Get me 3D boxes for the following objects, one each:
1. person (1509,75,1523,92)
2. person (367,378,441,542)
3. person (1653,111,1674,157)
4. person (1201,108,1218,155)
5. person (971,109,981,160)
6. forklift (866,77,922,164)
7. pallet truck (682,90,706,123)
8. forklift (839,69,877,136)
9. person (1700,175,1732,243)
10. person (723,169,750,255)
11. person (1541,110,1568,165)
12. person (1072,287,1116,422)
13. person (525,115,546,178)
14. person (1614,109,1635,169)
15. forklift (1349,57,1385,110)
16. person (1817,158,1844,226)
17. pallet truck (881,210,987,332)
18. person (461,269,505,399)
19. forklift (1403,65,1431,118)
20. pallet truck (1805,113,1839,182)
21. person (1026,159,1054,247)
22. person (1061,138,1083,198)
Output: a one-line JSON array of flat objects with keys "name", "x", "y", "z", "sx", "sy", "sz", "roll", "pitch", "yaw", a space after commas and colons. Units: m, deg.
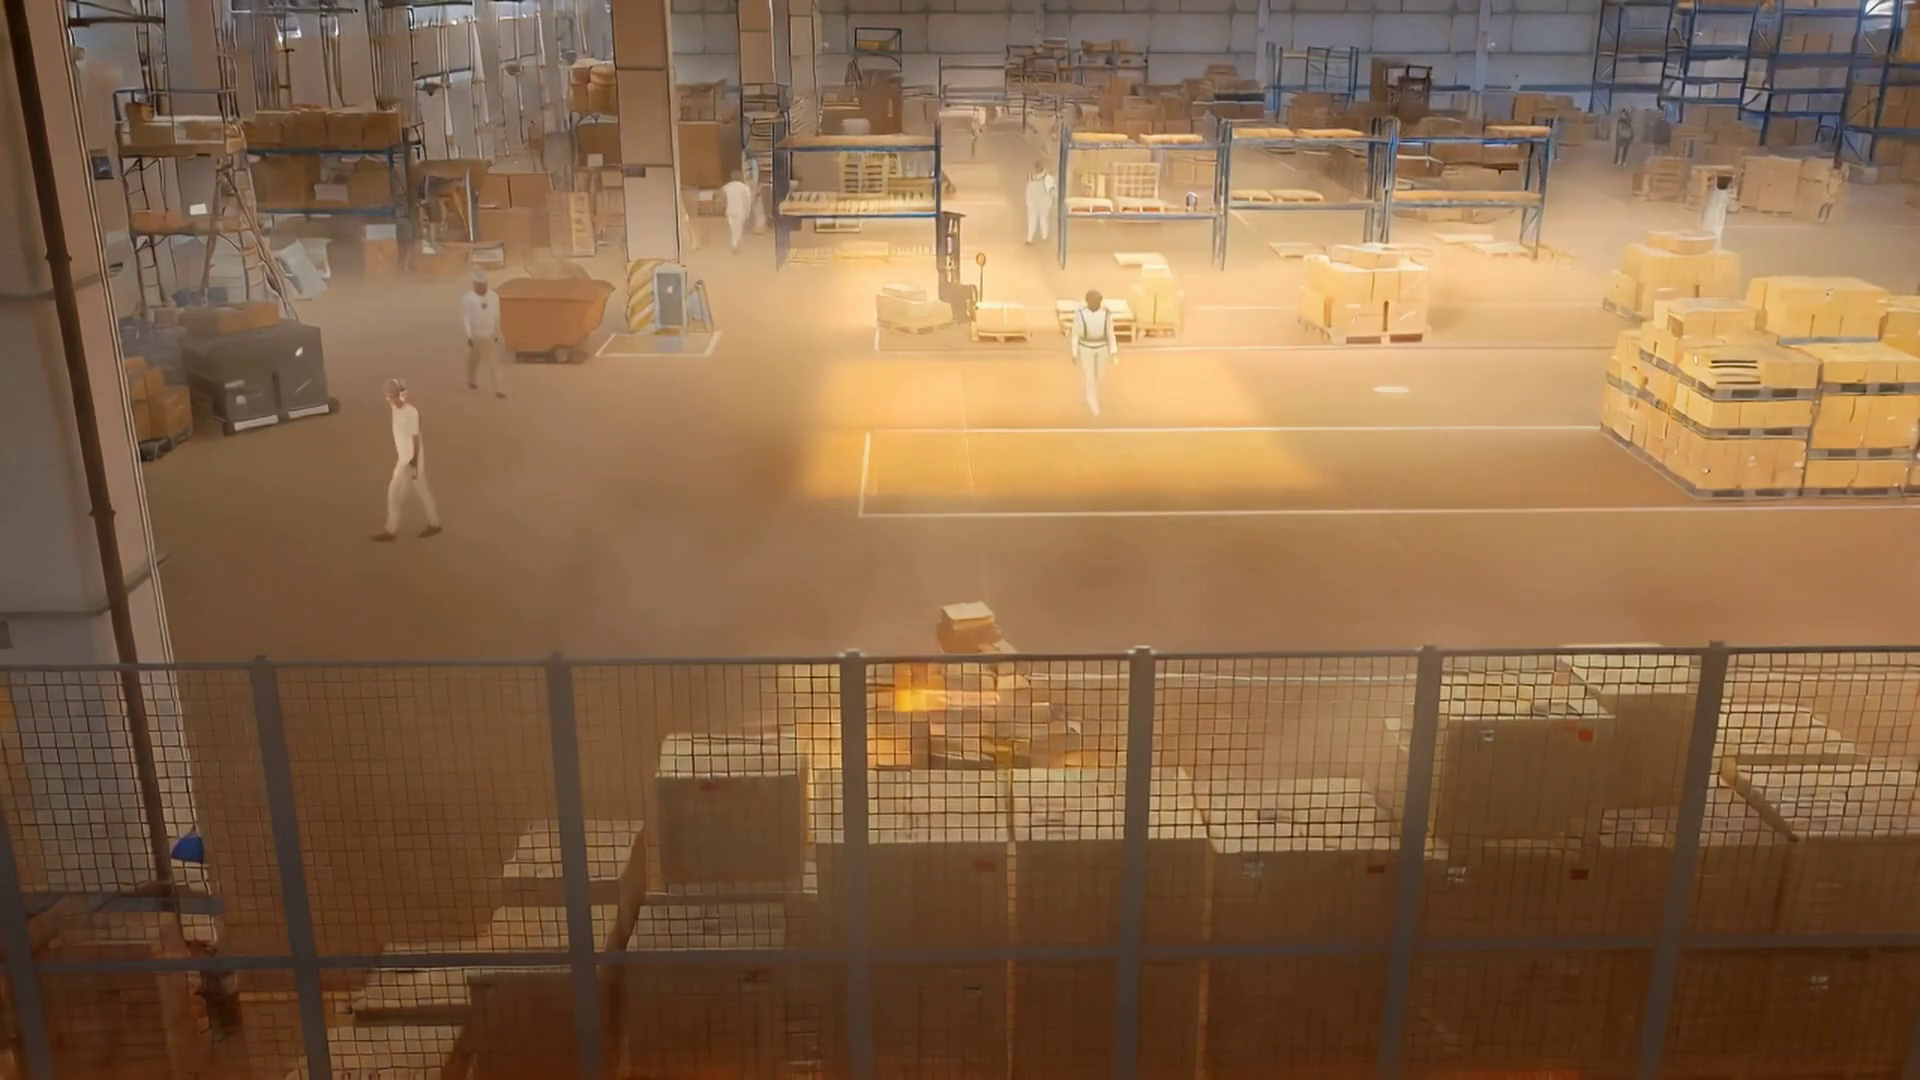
[{"name": "person", "x": 24.269, "y": -19.321, "z": 72.672, "sx": 0.559, "sy": 1.914, "sz": 0.541, "roll": 5, "pitch": 19, "yaw": 15}, {"name": "person", "x": -6.065, "y": -0.839, "z": 17.980, "sx": 0.541, "sy": 1.825, "sz": 0.889, "roll": 15, "pitch": 24, "yaw": 38}, {"name": "person", "x": 22.227, "y": -12.590, "z": 52.673, "sx": 0.615, "sy": 1.952, "sz": 1.012, "roll": 14, "pitch": 23, "yaw": 36}, {"name": "person", "x": 8.039, "y": -12.971, "z": 53.821, "sx": 0.636, "sy": 1.942, "sz": 0.389, "roll": -11, "pitch": 22, "yaw": -31}, {"name": "person", "x": 0.543, "y": -13.898, "z": 56.922, "sx": 0.322, "sy": 1.697, "sz": 0.530, "roll": 6, "pitch": 20, "yaw": 18}, {"name": "forklift", "x": -2.259, "y": -13.811, "z": 54.842, "sx": 1.873, "sy": 2.768, "sz": 1.129, "roll": 13, "pitch": 22, "yaw": 33}, {"name": "pallet truck", "x": -9.671, "y": -15.907, "z": 62.421, "sx": 0.823, "sy": 1.965, "sz": 1.885, "roll": 5, "pitch": 19, "yaw": 15}, {"name": "forklift", "x": -3.352, "y": -15.533, "z": 59.950, "sx": 1.873, "sy": 2.768, "sz": 1.129, "roll": -10, "pitch": 21, "yaw": -28}, {"name": "person", "x": 16.157, "y": -6.849, "z": 35.636, "sx": 0.387, "sy": 1.943, "sz": 0.687, "roll": -5, "pitch": 19, "yaw": -14}, {"name": "person", "x": -4.957, "y": -7.231, "z": 36.815, "sx": 0.660, "sy": 1.911, "sz": 0.682, "roll": 7, "pitch": 20, "yaw": 19}, {"name": "person", "x": 19.758, "y": -13.311, "z": 55.004, "sx": 0.844, "sy": 1.818, "sz": 0.629, "roll": 1, "pitch": 19, "yaw": 3}, {"name": "person", "x": 1.854, "y": -2.639, "z": 23.310, "sx": 0.585, "sy": 1.858, "sz": 0.944, "roll": -5, "pitch": 19, "yaw": -13}, {"name": "person", "x": -13.153, "y": -12.185, "z": 51.512, "sx": 0.452, "sy": 1.912, "sz": 0.598, "roll": 15, "pitch": 24, "yaw": 38}, {"name": "person", "x": 21.584, "y": -13.056, "z": 54.102, "sx": 0.596, "sy": 1.915, "sz": 0.383, "roll": -1, "pitch": 19, "yaw": -3}, {"name": "forklift", "x": 17.144, "y": -18.481, "z": 68.698, "sx": 1.873, "sy": 2.768, "sz": 1.129, "roll": -1, "pitch": 19, "yaw": -1}, {"name": "person", "x": 21.715, "y": -8.666, "z": 41.432, "sx": 0.535, "sy": 1.686, "sz": 0.333, "roll": -7, "pitch": 20, "yaw": -21}, {"name": "pallet truck", "x": -0.493, "y": -4.759, "z": 29.349, "sx": 1.885, "sy": 1.965, "sz": 0.823, "roll": -13, "pitch": 23, "yaw": -34}, {"name": "person", "x": -7.057, "y": -3.063, "z": 24.500, "sx": 0.605, "sy": 1.890, "sz": 0.963, "roll": -14, "pitch": 23, "yaw": -35}, {"name": "forklift", "x": 17.086, "y": -16.383, "z": 62.474, "sx": 1.129, "sy": 2.768, "sz": 1.873, "roll": 8, "pitch": 20, "yaw": 22}, {"name": "pallet truck", "x": 26.403, "y": -11.957, "z": 50.702, "sx": 0.823, "sy": 1.965, "sz": 1.885, "roll": 6, "pitch": 19, "yaw": 16}, {"name": "person", "x": 1.830, "y": -7.834, "z": 38.406, "sx": 0.684, "sy": 2.000, "sz": 1.030, "roll": 7, "pitch": 20, "yaw": 19}, {"name": "person", "x": 2.975, "y": -9.880, "z": 44.715, "sx": 0.631, "sy": 1.894, "sz": 1.020, "roll": -1, "pitch": 19, "yaw": -4}]
